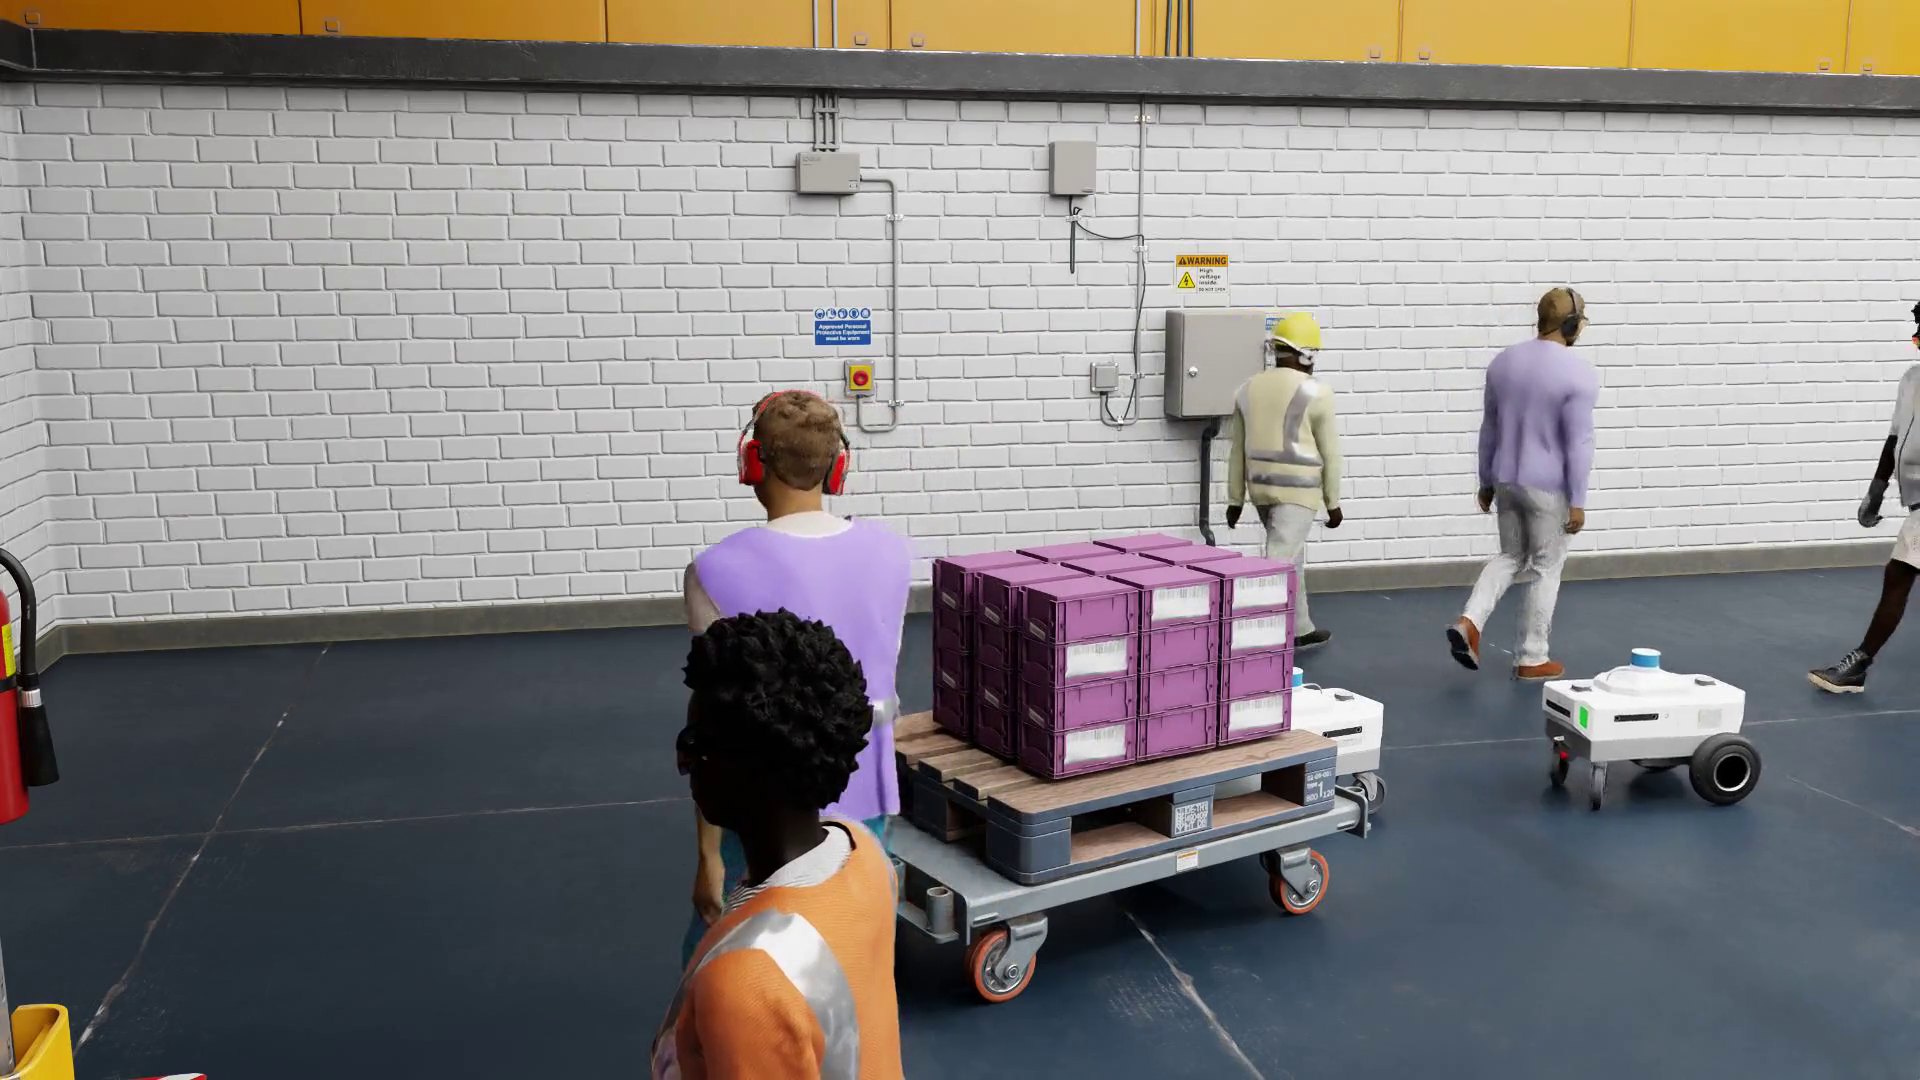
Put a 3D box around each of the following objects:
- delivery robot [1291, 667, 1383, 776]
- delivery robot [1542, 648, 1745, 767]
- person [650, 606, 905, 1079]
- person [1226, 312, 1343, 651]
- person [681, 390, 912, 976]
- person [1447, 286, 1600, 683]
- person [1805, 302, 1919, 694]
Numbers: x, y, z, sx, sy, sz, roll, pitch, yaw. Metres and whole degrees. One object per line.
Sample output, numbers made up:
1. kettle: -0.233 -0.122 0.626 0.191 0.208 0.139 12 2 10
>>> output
1. delivery robot: 1.210 0.711 6.147 0.707 0.478 0.477 -5 11 -26
2. delivery robot: 2.628 0.662 6.418 0.707 0.478 0.477 -2 10 -9
3. person: -0.214 0.921 2.082 0.317 1.696 0.538 1 10 7
4. person: 1.595 -0.240 8.309 0.953 1.782 0.573 -7 12 -34
5. person: -0.354 0.592 3.580 0.584 1.814 0.522 -9 13 -40
6. person: 2.682 -0.243 7.922 0.584 1.917 0.658 -6 12 -31
7. person: 4.581 -0.204 7.763 1.061 1.902 0.608 1 10 3
